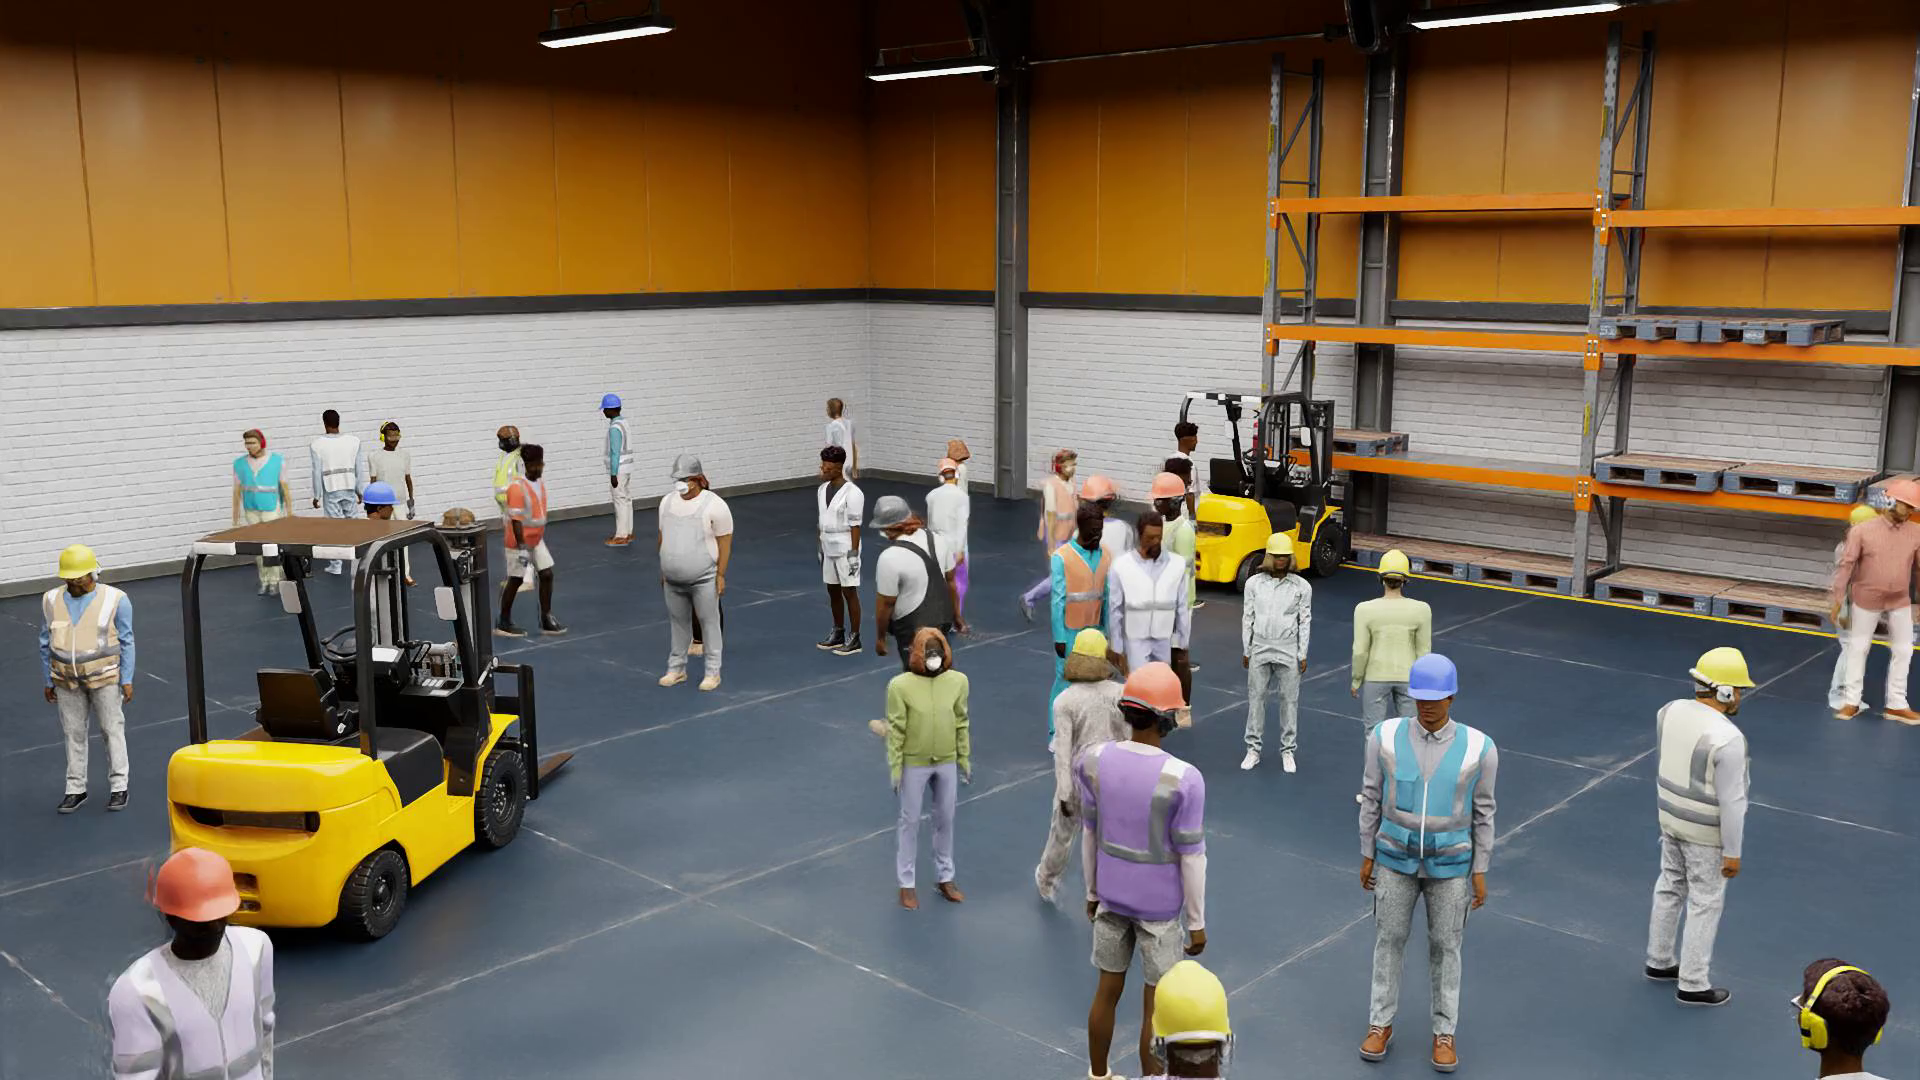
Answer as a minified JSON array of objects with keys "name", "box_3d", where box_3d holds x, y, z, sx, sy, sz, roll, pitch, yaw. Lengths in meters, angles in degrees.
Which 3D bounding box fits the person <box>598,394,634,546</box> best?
[{"name":"person","box_3d":[-4.351,-0.889,21.113,0.416,1.937,0.604,0,10,-1]}]

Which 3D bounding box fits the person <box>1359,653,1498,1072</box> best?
[{"name":"person","box_3d":[2.137,1.467,7.659,0.601,1.948,0.386,4,11,20]}]

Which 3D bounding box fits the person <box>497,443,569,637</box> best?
[{"name":"person","box_3d":[-4.148,0.012,16.012,0.840,1.912,0.624,3,10,18]}]

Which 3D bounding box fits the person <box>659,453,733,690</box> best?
[{"name":"person","box_3d":[-2.305,0.270,14.208,0.683,2.000,0.536,4,11,22]}]

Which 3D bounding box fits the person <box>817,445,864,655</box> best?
[{"name":"person","box_3d":[-1.128,0.089,15.491,0.372,1.958,0.598,-9,13,-42]}]

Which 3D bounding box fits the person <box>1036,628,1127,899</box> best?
[{"name":"person","box_3d":[0.705,1.317,9.289,0.483,1.674,0.955,-3,10,-17]}]

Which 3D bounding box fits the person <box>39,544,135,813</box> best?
[{"name":"person","box_3d":[-5.834,0.921,11.121,0.588,1.823,0.403,-1,10,-7]}]

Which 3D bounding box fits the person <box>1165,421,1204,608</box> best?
[{"name":"person","box_3d":[2.351,-0.272,17.514,0.367,1.963,0.604,-3,10,-15]}]

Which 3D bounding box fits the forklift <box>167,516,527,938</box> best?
[{"name":"forklift","box_3d":[-3.583,0.976,9.748,1.214,2.155,2.313,2,10,11]}]

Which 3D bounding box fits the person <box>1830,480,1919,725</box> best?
[{"name":"person","box_3d":[7.282,0.492,13.157,0.763,1.966,0.470,1,10,6]}]

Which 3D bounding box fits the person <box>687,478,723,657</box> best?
[{"name":"person","box_3d":[-2.397,0.237,15.383,0.319,1.693,0.532,9,13,41]}]

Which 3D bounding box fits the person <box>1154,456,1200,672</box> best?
[{"name":"person","box_3d":[1.908,0.230,14.654,0.452,1.956,0.659,0,10,-1]}]

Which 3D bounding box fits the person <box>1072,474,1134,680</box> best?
[{"name":"person","box_3d":[1.141,0.491,13.029,0.617,2.017,0.858,-8,13,-39]}]

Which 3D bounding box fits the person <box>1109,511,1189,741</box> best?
[{"name":"person","box_3d":[1.361,0.706,12.163,0.599,1.893,0.822,-3,10,-16]}]

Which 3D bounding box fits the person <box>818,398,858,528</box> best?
[{"name":"person","box_3d":[-1.658,-0.952,21.792,0.849,1.813,0.529,7,12,34]}]

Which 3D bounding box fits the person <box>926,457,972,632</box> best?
[{"name":"person","box_3d":[-0.114,0.049,16.393,0.586,1.708,0.477,9,13,41]}]

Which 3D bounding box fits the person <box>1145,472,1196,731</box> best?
[{"name":"person","box_3d":[1.638,0.479,13.050,0.401,2.034,0.601,-1,10,-7]}]

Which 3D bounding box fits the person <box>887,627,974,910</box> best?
[{"name":"person","box_3d":[-0.171,1.297,9.537,0.525,1.631,0.282,-4,11,-22]}]

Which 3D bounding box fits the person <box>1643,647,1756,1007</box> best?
[{"name":"person","box_3d":[3.696,1.421,8.291,0.403,1.818,0.603,-2,10,-11]}]

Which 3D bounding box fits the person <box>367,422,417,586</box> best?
[{"name":"person","box_3d":[-6.301,-0.386,18.472,0.509,1.860,0.334,-9,13,-40]}]

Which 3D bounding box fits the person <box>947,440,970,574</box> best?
[{"name":"person","box_3d":[-0.028,-0.311,18.676,0.279,1.633,0.500,0,10,0]}]

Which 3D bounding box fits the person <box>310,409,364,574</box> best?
[{"name":"person","box_3d":[-7.206,-0.547,19.291,0.587,1.891,0.391,-8,13,-38]}]

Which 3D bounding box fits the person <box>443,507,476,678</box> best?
[{"name":"person","box_3d":[-3.732,0.661,12.534,0.345,1.847,0.508,-2,10,-11]}]

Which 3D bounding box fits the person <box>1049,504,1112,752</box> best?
[{"name":"person","box_3d":[0.888,0.666,12.364,0.587,1.903,0.408,-9,13,-41]}]

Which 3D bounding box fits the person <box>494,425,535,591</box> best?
[{"name":"person","box_3d":[-4.921,-0.357,18.390,0.429,1.831,0.635,-8,13,-37]}]

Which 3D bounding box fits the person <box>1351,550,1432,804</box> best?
[{"name":"person","box_3d":[2.885,0.942,11.161,0.523,1.769,0.316,1,10,4]}]

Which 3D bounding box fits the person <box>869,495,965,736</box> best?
[{"name":"person","box_3d":[-0.392,0.590,12.386,0.909,2.000,0.760,6,12,33]}]

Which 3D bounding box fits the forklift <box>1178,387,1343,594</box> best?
[{"name":"forklift","box_3d":[3.298,-0.608,18.767,1.214,2.155,2.313,9,13,42]}]

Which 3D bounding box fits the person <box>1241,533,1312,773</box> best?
[{"name":"person","box_3d":[2.271,0.808,11.984,0.487,1.746,0.285,3,10,15]}]

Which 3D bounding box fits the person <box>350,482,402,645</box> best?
[{"name":"person","box_3d":[-4.604,0.501,13.204,0.416,1.938,0.615,-8,13,-37]}]

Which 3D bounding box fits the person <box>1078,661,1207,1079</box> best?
[{"name":"person","box_3d":[0.794,1.519,7.118,0.605,2.034,0.397,8,13,39]}]

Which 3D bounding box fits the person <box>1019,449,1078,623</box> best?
[{"name":"person","box_3d":[0.944,0.000,16.367,0.592,1.820,0.580,6,12,31]}]

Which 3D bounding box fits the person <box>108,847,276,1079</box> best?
[{"name":"person","box_3d":[-2.439,1.894,5.398,0.994,1.882,0.566,8,13,39]}]

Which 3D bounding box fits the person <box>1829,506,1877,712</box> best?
[{"name":"person","box_3d":[7.273,0.563,13.503,0.497,1.702,0.377,-5,11,-26]}]

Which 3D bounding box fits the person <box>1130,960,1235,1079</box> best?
[{"name":"person","box_3d":[0.619,2.077,4.635,0.591,1.801,0.849,1,10,7]}]

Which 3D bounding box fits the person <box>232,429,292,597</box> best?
[{"name":"person","box_3d":[-7.567,-0.282,17.971,0.590,1.816,0.593,0,10,-1]}]

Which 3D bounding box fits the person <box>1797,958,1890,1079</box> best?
[{"name":"person","box_3d":[2.359,2.055,4.568,0.514,1.861,0.322,-2,10,-10]}]
